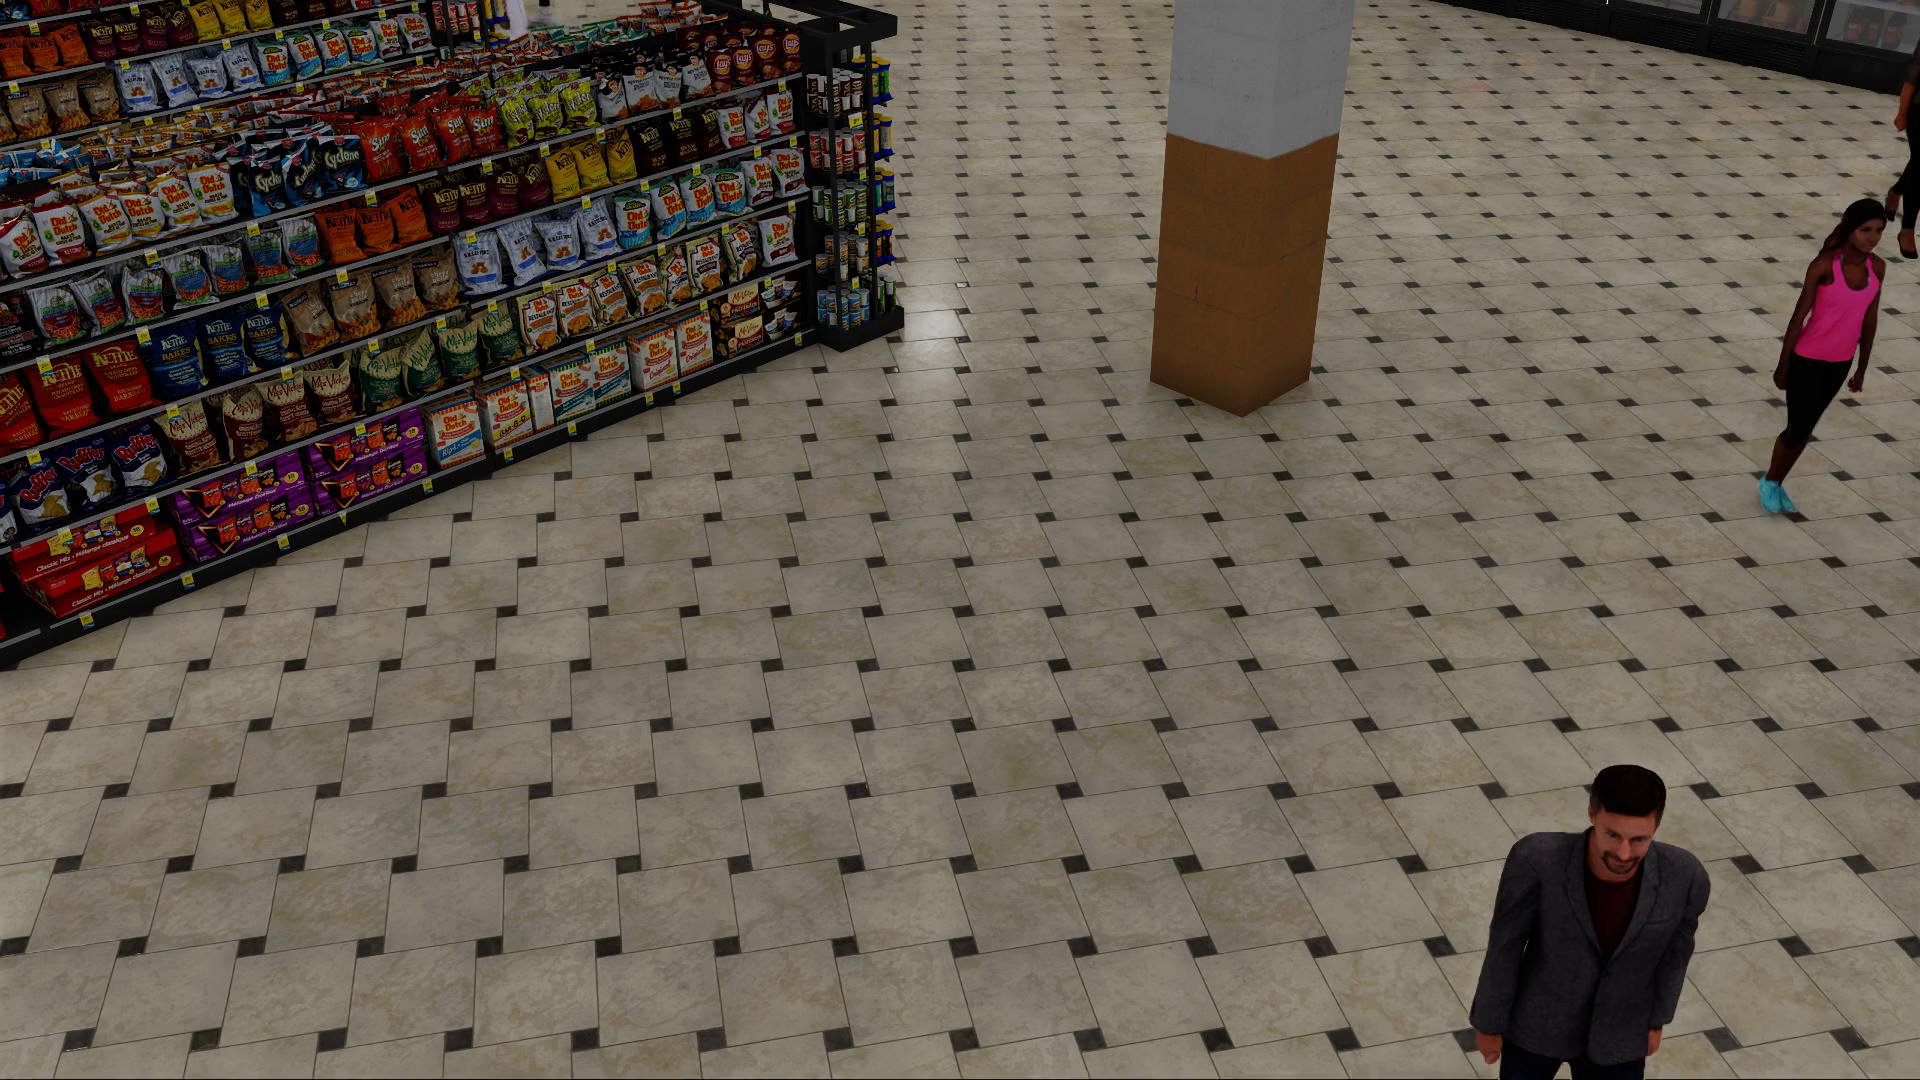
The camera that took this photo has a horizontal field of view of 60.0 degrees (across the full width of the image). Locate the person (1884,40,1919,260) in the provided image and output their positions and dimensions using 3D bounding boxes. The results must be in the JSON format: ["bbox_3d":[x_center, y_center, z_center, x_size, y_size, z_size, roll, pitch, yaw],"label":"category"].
[{"bbox_3d":[6.797,-2.952,11.661,1.129,1.799,1.220,1,32,2],"label":"person"}]

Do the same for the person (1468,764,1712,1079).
[{"bbox_3d":[1.739,1.320,4.742,0.836,1.857,0.854,7,33,11],"label":"person"}]

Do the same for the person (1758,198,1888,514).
[{"bbox_3d":[4.369,-0.957,8.536,0.711,1.715,0.775,-2,32,-3],"label":"person"}]
